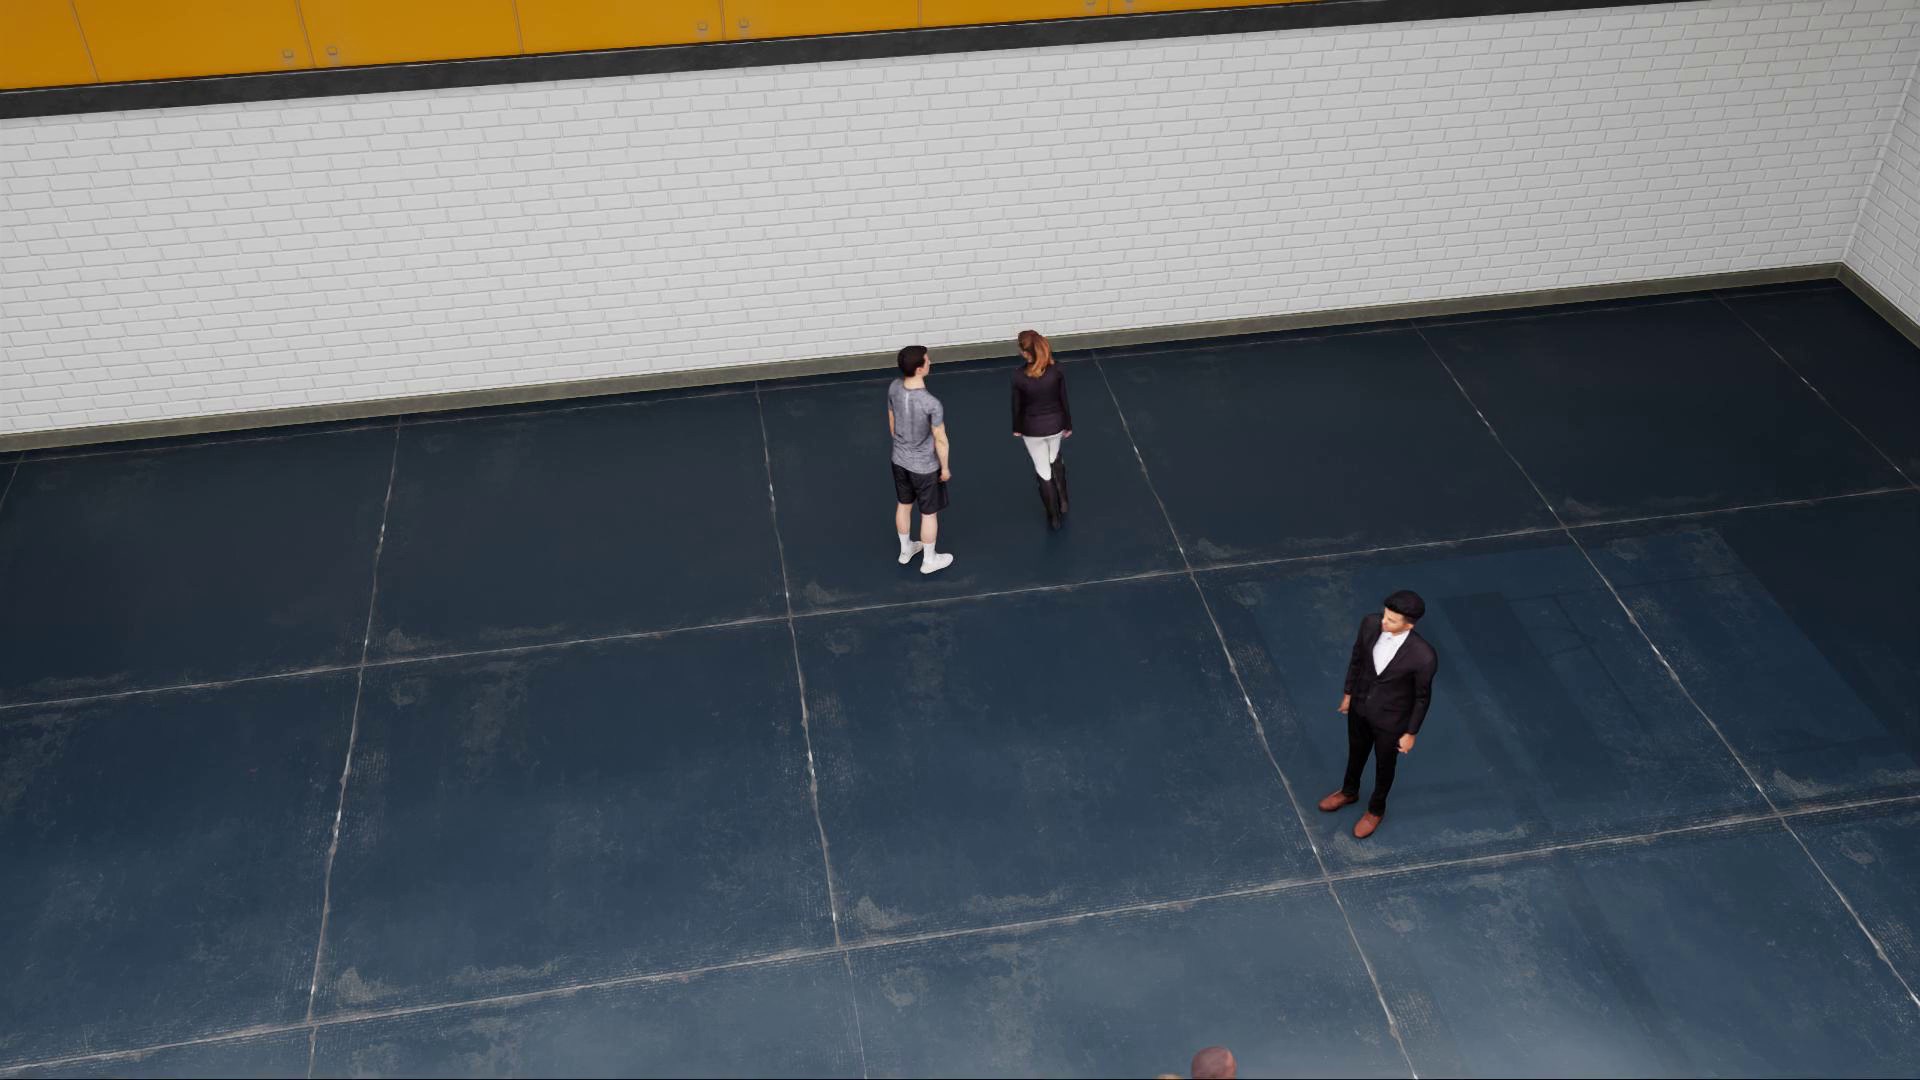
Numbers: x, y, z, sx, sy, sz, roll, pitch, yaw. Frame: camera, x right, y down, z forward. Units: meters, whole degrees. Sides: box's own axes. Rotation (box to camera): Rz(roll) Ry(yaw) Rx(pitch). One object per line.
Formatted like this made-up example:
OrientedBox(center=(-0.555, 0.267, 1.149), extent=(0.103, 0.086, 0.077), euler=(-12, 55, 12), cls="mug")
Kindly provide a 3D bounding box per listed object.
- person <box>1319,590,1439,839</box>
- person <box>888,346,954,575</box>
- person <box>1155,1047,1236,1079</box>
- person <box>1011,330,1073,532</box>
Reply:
OrientedBox(center=(2.542, 1.005, 9.974), extent=(0.834, 1.877, 0.687), euler=(-27, 46, -29), cls="person")
OrientedBox(center=(-0.321, -0.577, 11.958), extent=(0.719, 1.874, 0.800), euler=(28, 46, 30), cls="person")
OrientedBox(center=(1.075, 2.930, 7.606), extent=(0.774, 1.824, 0.852), euler=(26, 46, 29), cls="person")
OrientedBox(center=(0.608, -0.752, 12.310), extent=(0.674, 1.708, 0.616), euler=(-4, 39, -5), cls="person")
